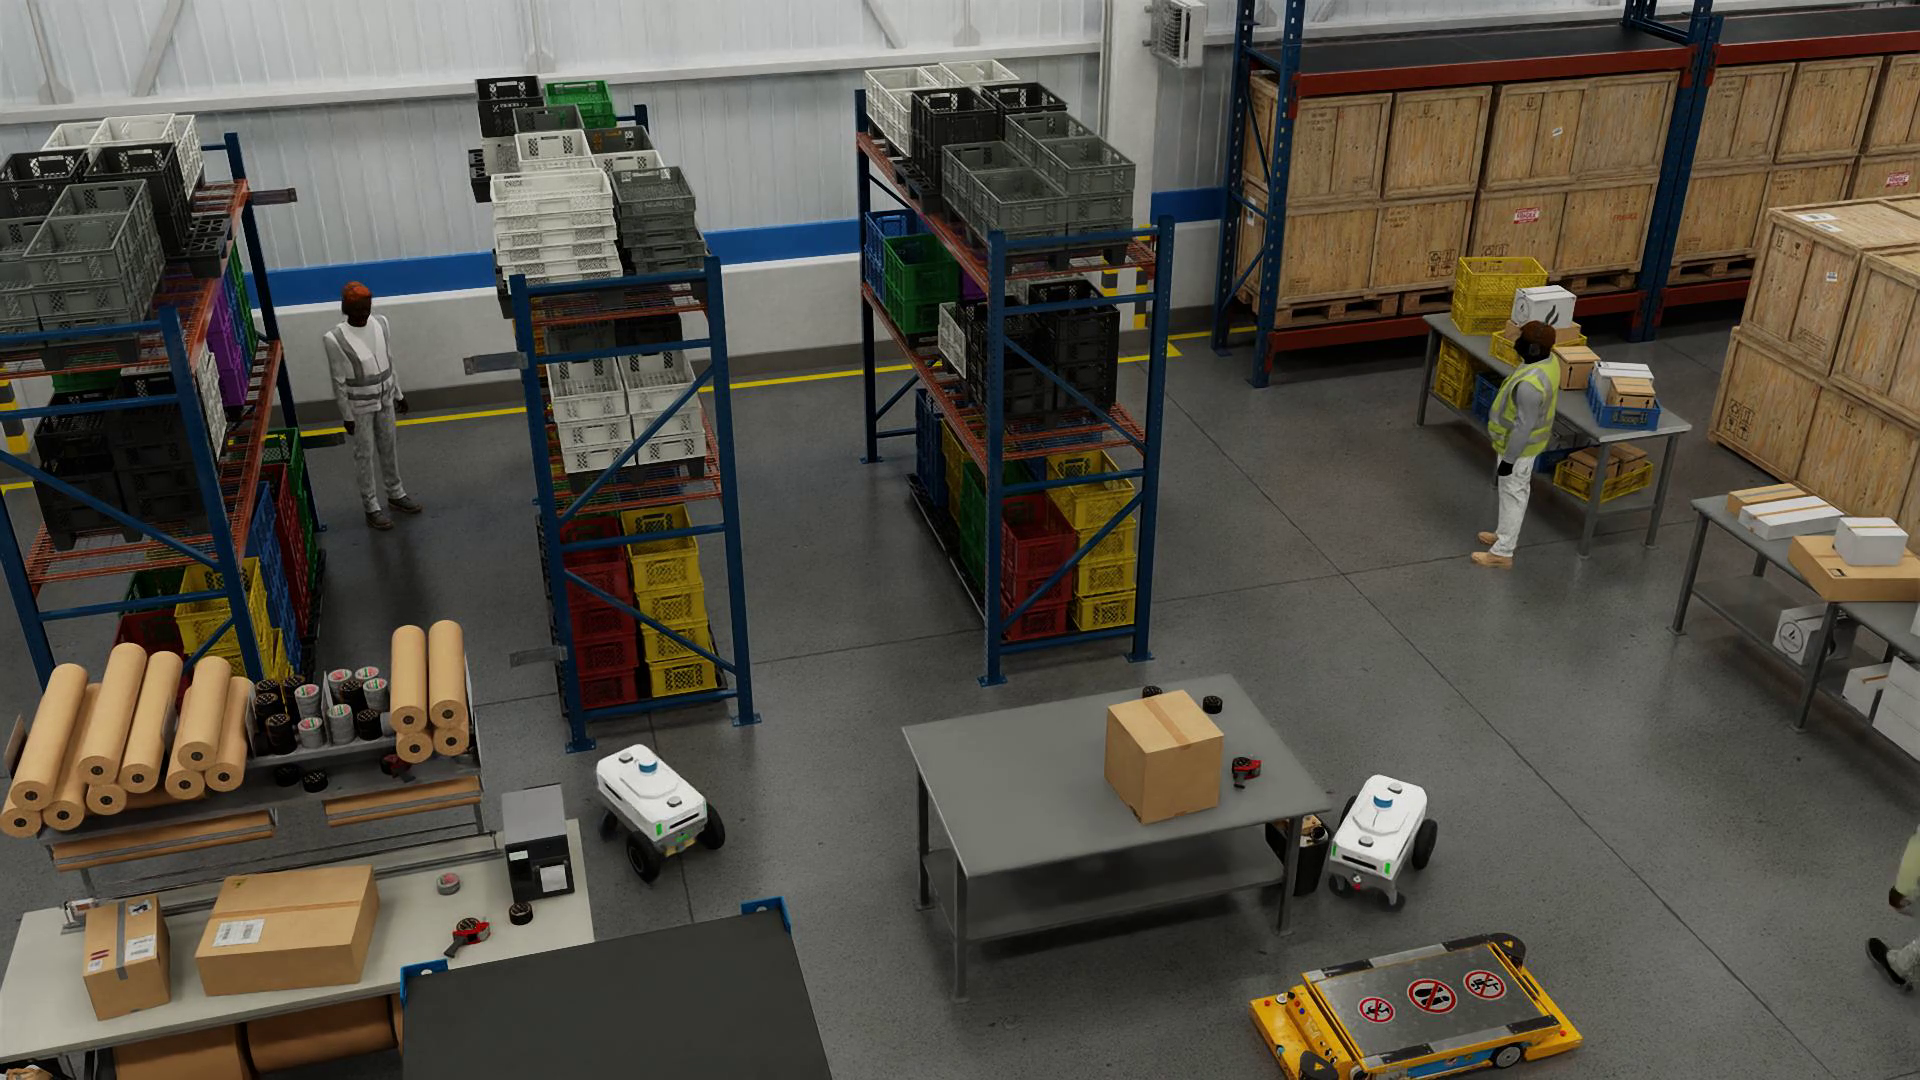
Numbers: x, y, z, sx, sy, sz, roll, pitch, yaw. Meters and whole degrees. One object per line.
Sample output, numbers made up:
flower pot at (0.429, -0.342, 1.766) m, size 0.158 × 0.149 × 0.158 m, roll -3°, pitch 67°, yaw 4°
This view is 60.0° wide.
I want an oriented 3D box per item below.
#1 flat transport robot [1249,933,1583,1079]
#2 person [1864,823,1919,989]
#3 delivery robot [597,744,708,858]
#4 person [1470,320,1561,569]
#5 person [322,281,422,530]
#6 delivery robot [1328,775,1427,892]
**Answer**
flat transport robot at (2.184, 2.282, 7.980) m, size 1.431 × 0.197 × 0.652 m, roll -8°, pitch 30°, yaw -14°
person at (4.678, 1.623, 7.663) m, size 0.596 × 1.752 × 1.007 m, roll -2°, pitch 29°, yaw -4°
delivery robot at (-1.705, 1.407, 9.186) m, size 0.477 × 0.478 × 0.707 m, roll -22°, pitch 35°, yaw -34°
person at (3.934, -0.684, 11.756) m, size 0.429 × 1.847 × 0.627 m, roll 13°, pitch 31°, yaw 23°
person at (-4.351, -1.011, 12.309) m, size 0.355 × 1.886 × 0.573 m, roll 15°, pitch 32°, yaw 26°
delivery robot at (2.245, 1.556, 8.915) m, size 0.477 × 0.478 × 0.707 m, roll 15°, pitch 32°, yaw 26°
